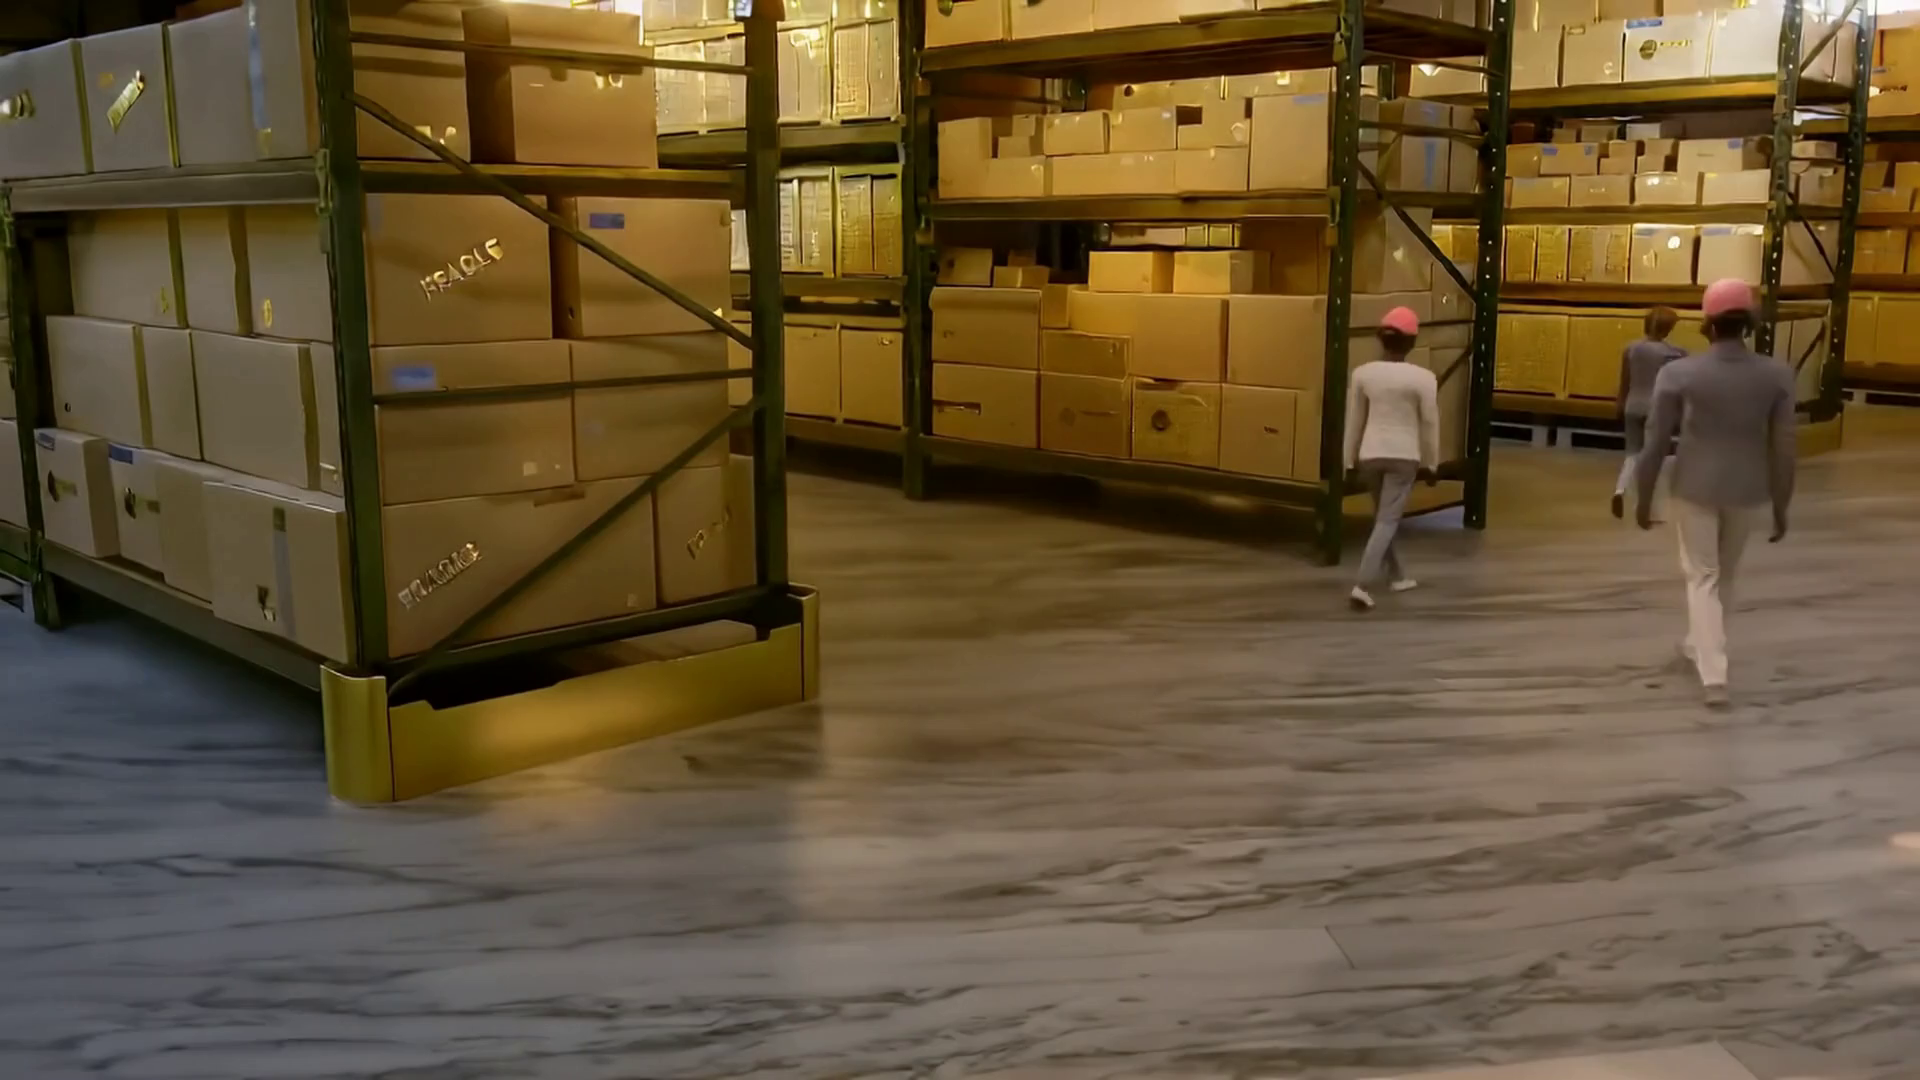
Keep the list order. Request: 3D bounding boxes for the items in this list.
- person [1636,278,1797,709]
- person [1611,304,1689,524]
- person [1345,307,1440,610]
[{"bbox_3d":[3.469,-0.224,7.664,0.625,1.941,1.044,2,11,10],"label":"person"},{"bbox_3d":[5.056,-0.908,12.213,0.415,1.628,0.531,-9,14,-41],"label":"person"},{"bbox_3d":[2.485,-0.475,9.601,0.534,1.725,0.917,10,14,42],"label":"person"}]
